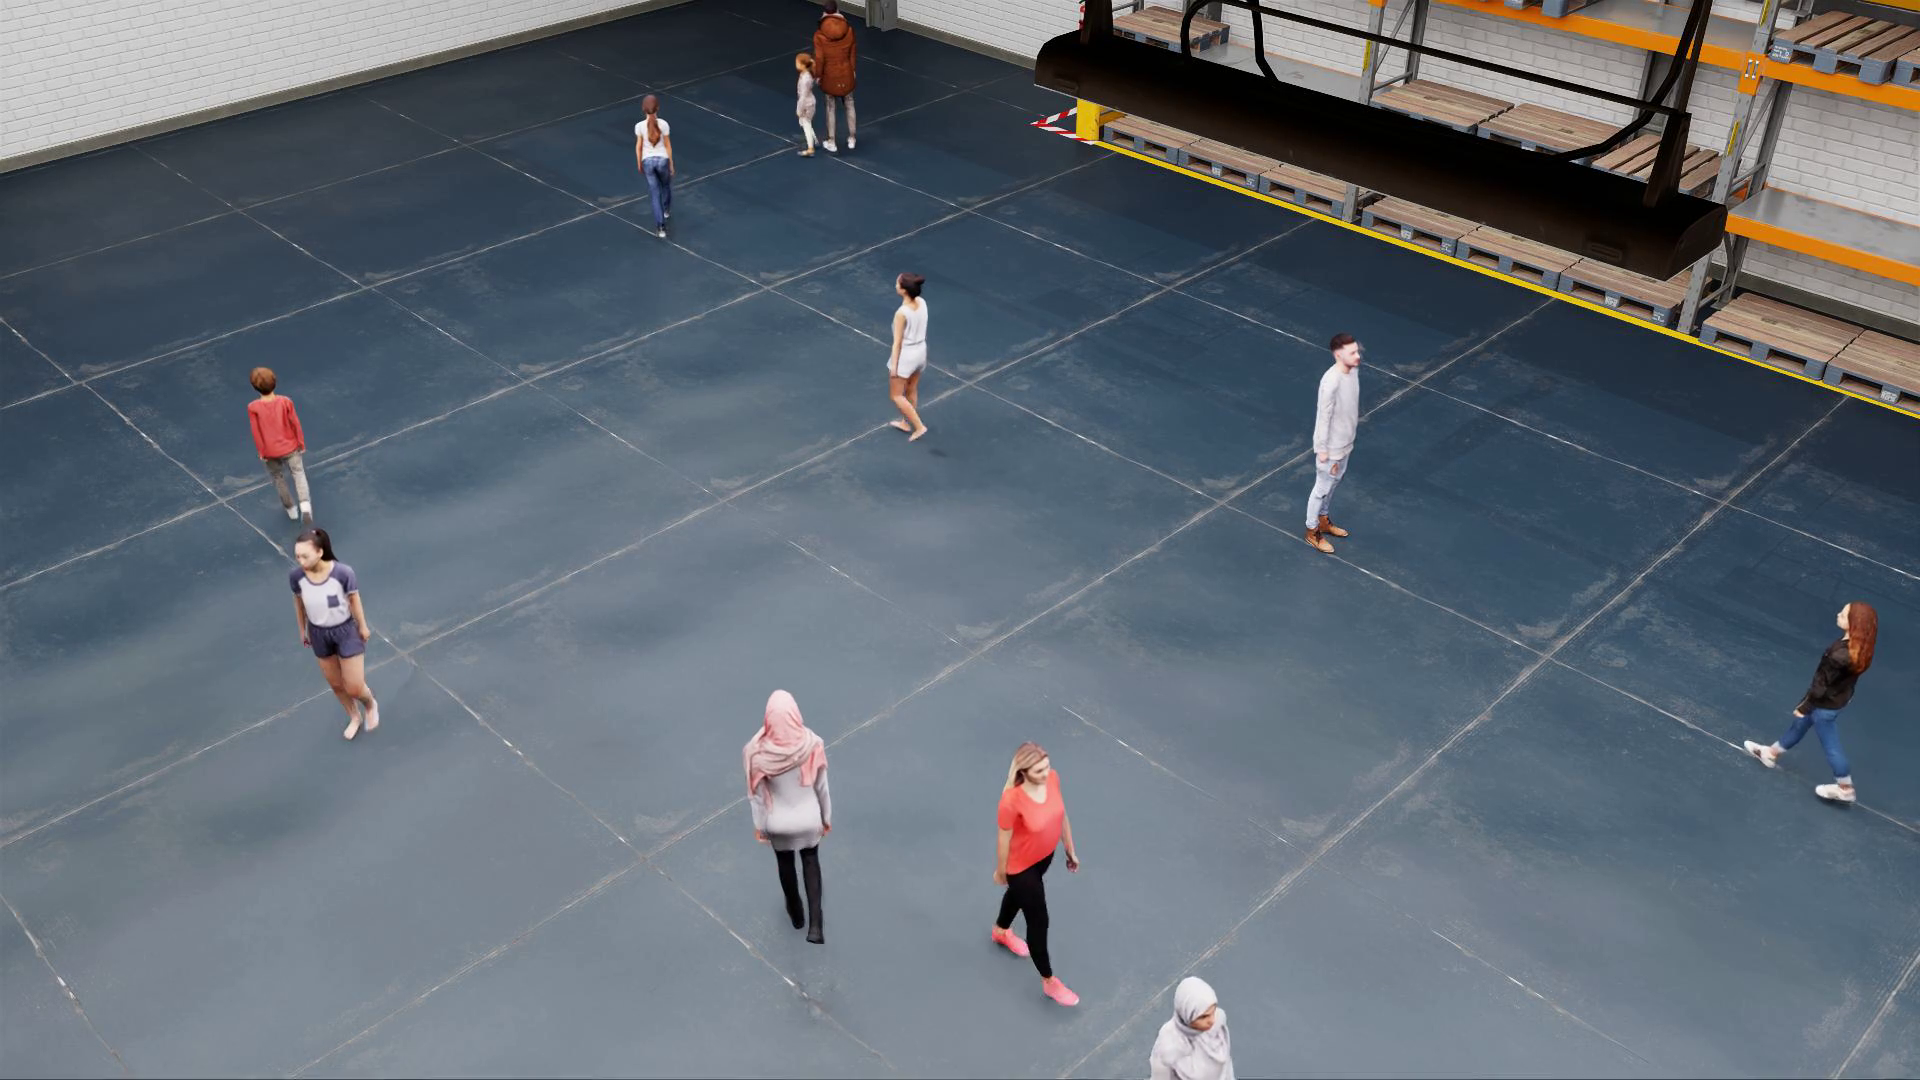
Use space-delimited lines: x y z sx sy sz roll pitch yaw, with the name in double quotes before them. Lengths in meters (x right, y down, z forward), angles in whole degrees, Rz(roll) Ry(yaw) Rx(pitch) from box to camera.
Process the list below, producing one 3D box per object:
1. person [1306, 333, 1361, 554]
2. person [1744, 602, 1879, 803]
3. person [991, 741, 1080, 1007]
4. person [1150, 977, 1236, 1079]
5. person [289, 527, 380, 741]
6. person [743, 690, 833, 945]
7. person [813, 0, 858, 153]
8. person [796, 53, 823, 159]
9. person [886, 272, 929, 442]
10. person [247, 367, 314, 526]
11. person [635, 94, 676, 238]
"person" 2.942 -0.797 13.094 0.635 1.841 0.724 20 39 28
"person" 5.642 1.058 10.660 0.959 1.446 0.577 29 43 36
"person" 0.314 1.764 9.399 0.990 1.666 0.651 24 40 31
"person" 1.000 2.682 7.953 0.672 1.738 1.080 -26 42 -34
"person" -4.157 0.608 11.165 0.692 1.636 0.766 3 34 4
"person" -0.953 1.647 9.463 0.882 1.789 1.002 -8 34 -12
"person" -1.513 -5.723 20.509 0.825 1.837 0.843 -11 35 -16
"person" -1.813 -5.332 20.402 0.677 1.304 0.631 5 34 7
"person" -0.405 -1.582 14.493 0.783 1.600 0.624 24 40 31
"person" -5.465 -0.729 13.384 0.658 1.406 0.831 -16 37 -23
"person" -3.356 -4.109 18.368 0.934 1.518 1.089 -6 34 -9
